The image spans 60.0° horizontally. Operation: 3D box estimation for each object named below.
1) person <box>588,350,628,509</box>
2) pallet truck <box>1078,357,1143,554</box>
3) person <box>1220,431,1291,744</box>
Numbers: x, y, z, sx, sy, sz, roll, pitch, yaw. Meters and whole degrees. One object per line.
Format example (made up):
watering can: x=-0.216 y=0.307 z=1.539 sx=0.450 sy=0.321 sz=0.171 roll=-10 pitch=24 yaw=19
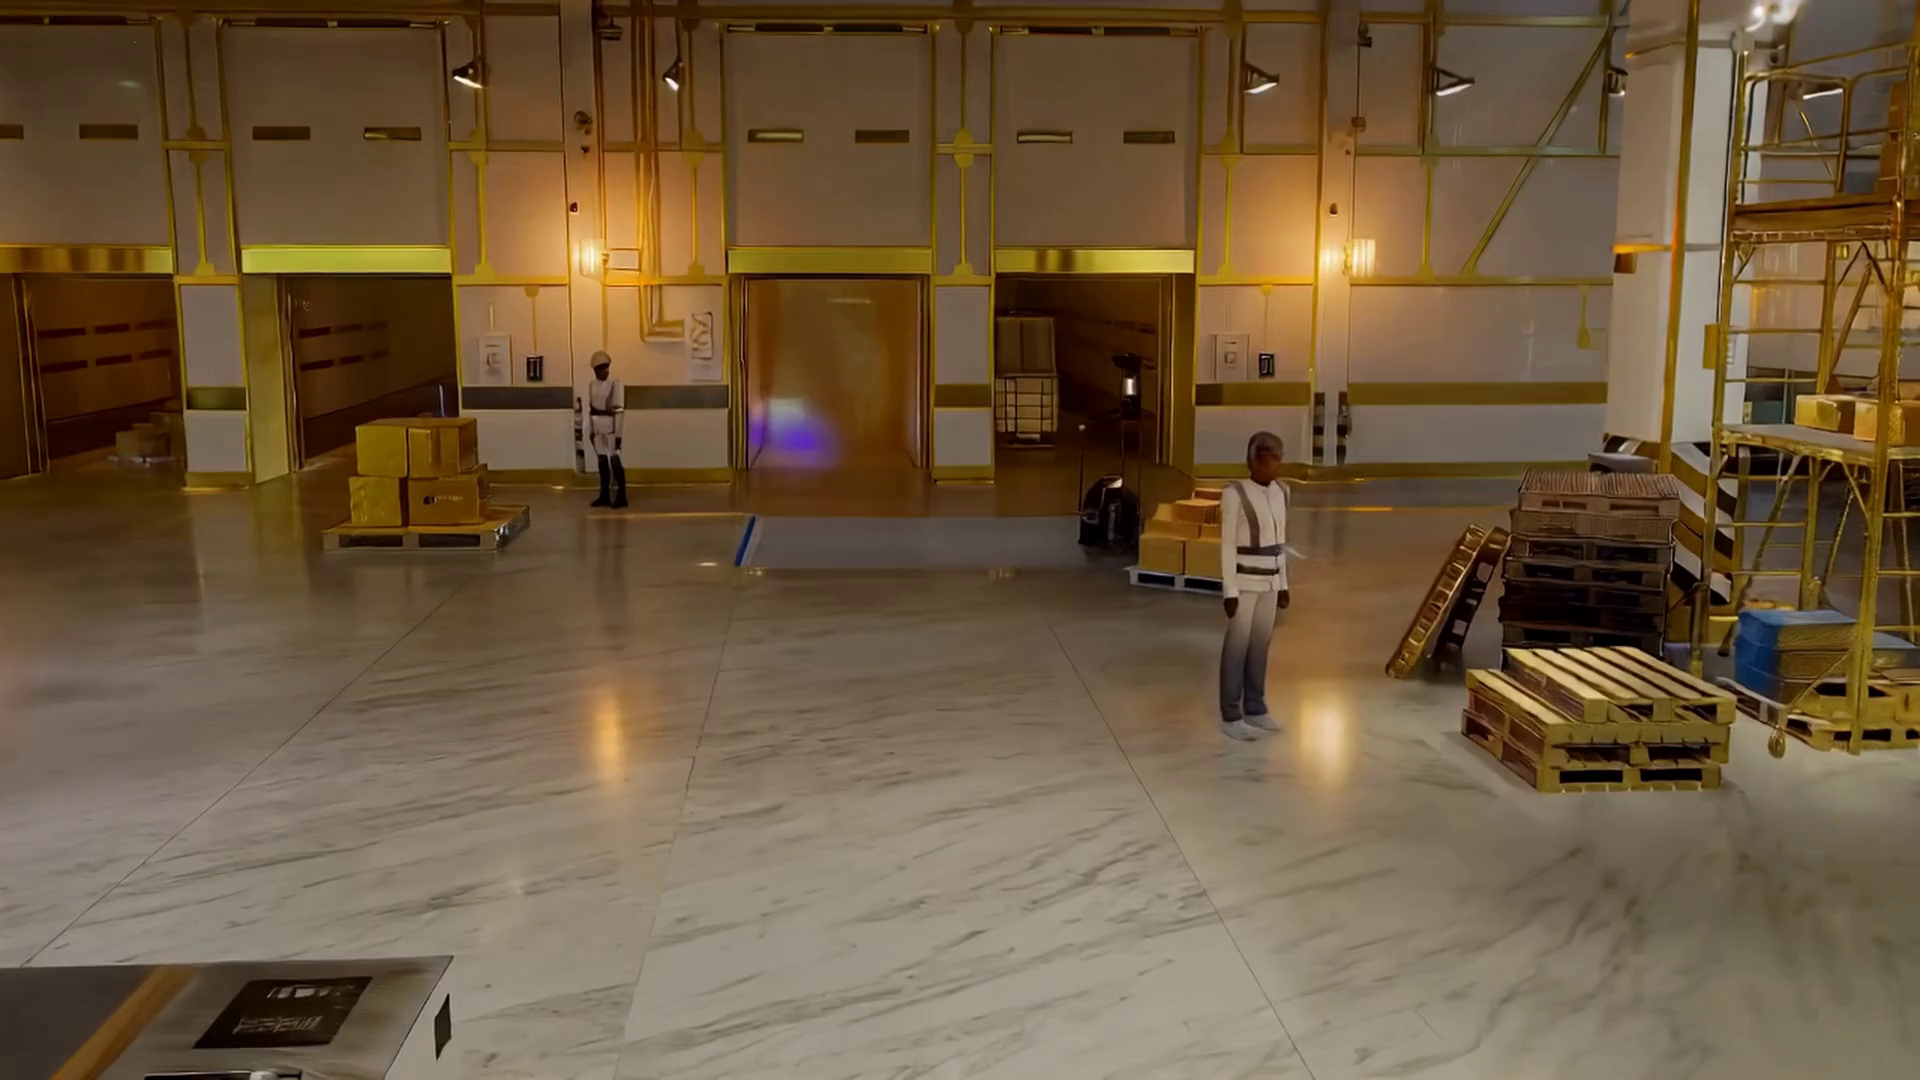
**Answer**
person: x=-4.305 y=-1.340 z=20.160 sx=0.544 sy=1.928 sz=0.392 roll=7 pitch=11 yaw=38
pallet truck: x=2.088 y=-0.836 z=16.757 sx=1.885 sy=1.965 sz=0.823 roll=2 pitch=9 yaw=13
person: x=1.804 y=0.278 z=10.129 sx=0.574 sy=1.881 sz=0.358 roll=-8 pitch=12 yaw=-42
